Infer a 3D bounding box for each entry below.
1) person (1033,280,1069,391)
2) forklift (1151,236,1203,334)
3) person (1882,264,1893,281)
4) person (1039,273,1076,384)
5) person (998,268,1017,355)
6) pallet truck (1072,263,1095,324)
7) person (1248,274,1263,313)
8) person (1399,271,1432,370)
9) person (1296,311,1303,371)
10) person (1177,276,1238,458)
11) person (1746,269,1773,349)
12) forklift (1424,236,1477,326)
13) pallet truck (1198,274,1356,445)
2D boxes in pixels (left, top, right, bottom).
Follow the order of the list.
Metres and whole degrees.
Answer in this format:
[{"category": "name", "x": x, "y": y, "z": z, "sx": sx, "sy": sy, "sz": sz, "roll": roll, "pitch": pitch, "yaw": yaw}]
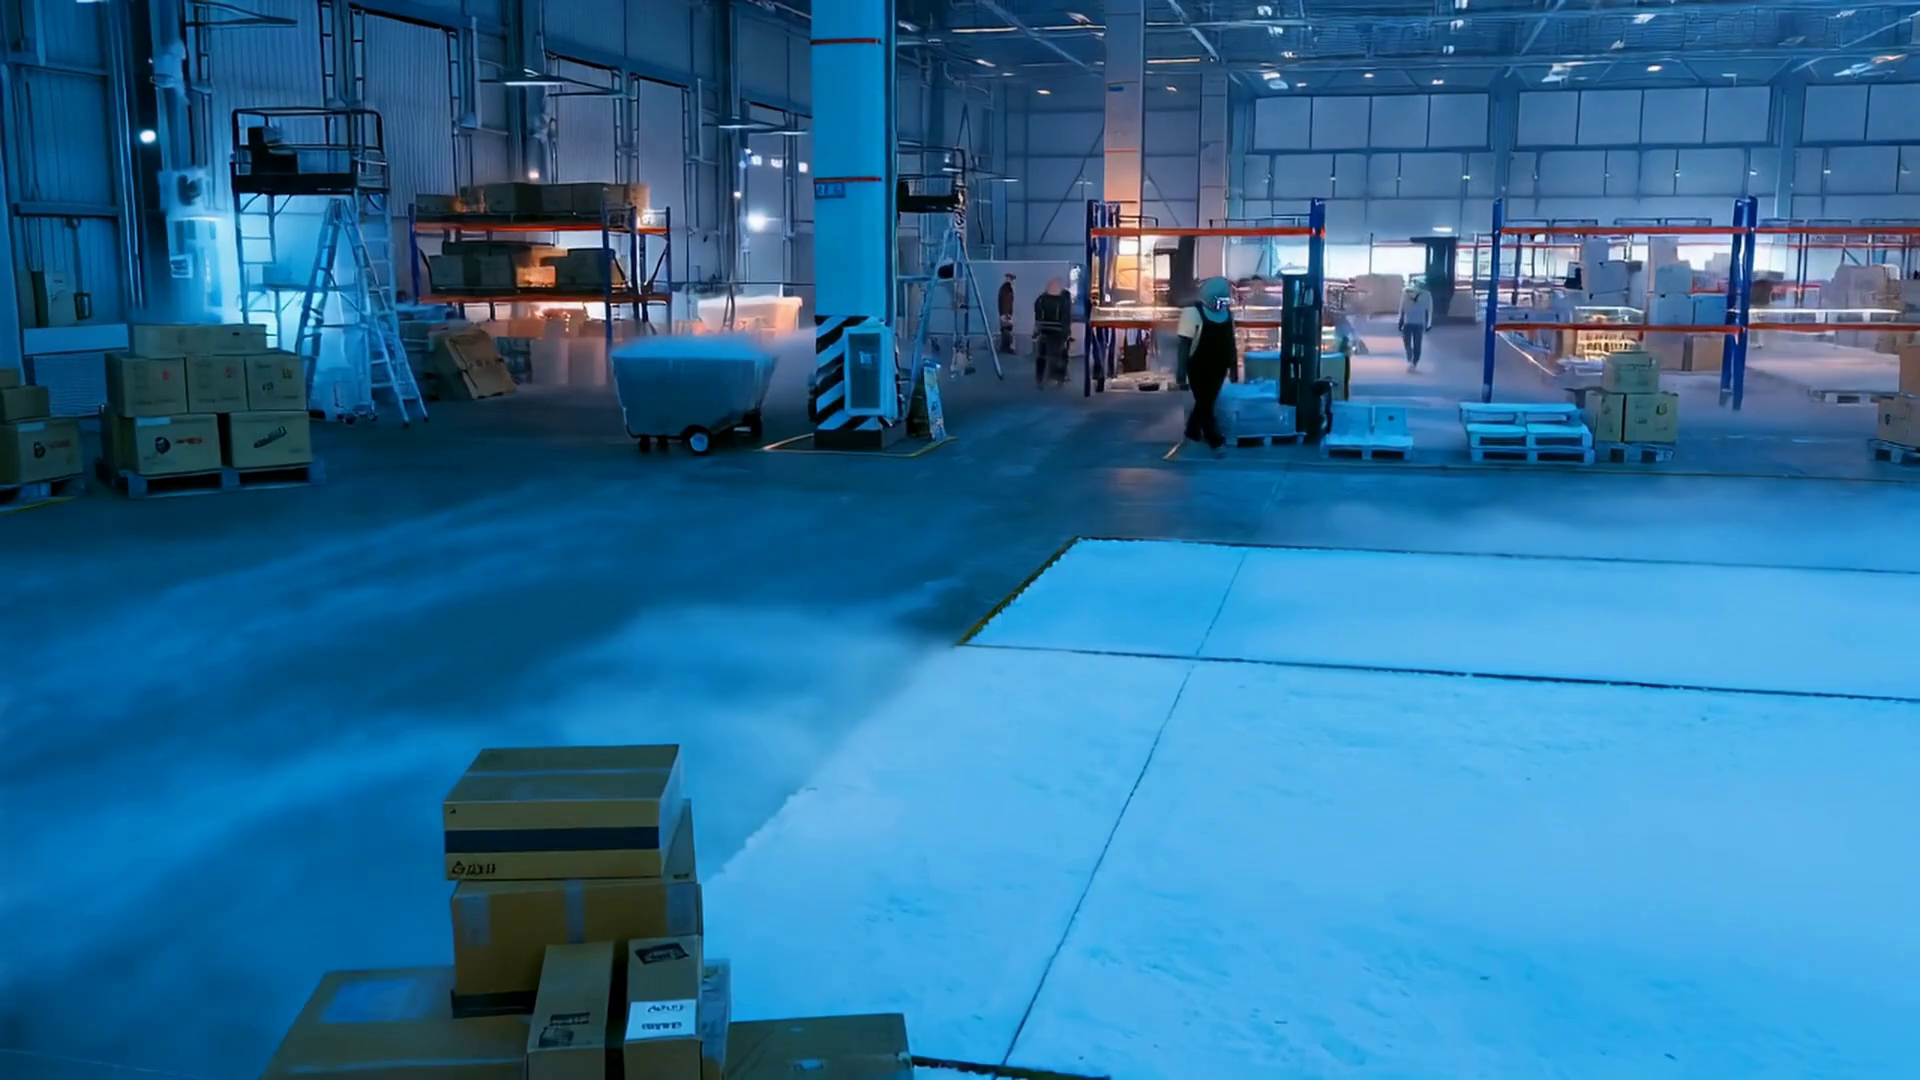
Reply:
[{"category": "person", "x": 1.480, "y": -3.324, "z": 27.135, "sx": 0.629, "sy": 1.815, "sz": 0.844, "roll": 5, "pitch": 11, "yaw": 26}, {"category": "forklift", "x": 6.373, "y": -7.202, "z": 46.811, "sx": 1.873, "sy": 2.768, "sz": 1.129, "roll": 0, "pitch": 10, "yaw": -1}, {"category": "person", "x": 28.830, "y": -7.614, "z": 51.877, "sx": 0.439, "sy": 1.979, "sz": 0.648, "roll": 8, "pitch": 13, "yaw": 40}, {"category": "person", "x": 1.670, "y": -3.634, "z": 28.668, "sx": 0.659, "sy": 1.922, "sz": 0.456, "roll": 7, "pitch": 12, "yaw": 36}, {"category": "person", "x": 1.076, "y": -5.108, "z": 37.273, "sx": 0.381, "sy": 1.935, "sz": 0.551, "roll": -3, "pitch": 10, "yaw": -18}, {"category": "pallet truck", "x": 4.325, "y": -8.180, "z": 55.162, "sx": 0.823, "sy": 1.965, "sz": 1.885, "roll": 6, "pitch": 11, "yaw": 31}, {"category": "person", "x": 9.432, "y": -7.620, "z": 52.858, "sx": 0.535, "sy": 1.660, "sz": 0.850, "roll": -5, "pitch": 11, "yaw": -26}, {"category": "person", "x": 8.801, "y": -4.238, "z": 32.177, "sx": 0.607, "sy": 1.915, "sz": 0.410, "roll": 4, "pitch": 10, "yaw": 23}, {"category": "person", "x": 6.630, "y": -4.098, "z": 31.908, "sx": 0.321, "sy": 1.736, "sz": 0.488, "roll": 6, "pitch": 11, "yaw": 31}, {"category": "person", "x": 2.758, "y": -1.940, "z": 18.295, "sx": 0.694, "sy": 2.000, "sz": 1.056, "roll": -5, "pitch": 11, "yaw": -28}, {"category": "person", "x": 19.186, "y": -5.547, "z": 39.953, "sx": 0.640, "sy": 1.908, "sz": 0.959, "roll": 0, "pitch": 10, "yaw": -3}, {"category": "forklift", "x": 15.199, "y": -8.122, "z": 52.227, "sx": 1.873, "sy": 2.768, "sz": 1.129, "roll": -2, "pitch": 10, "yaw": -12}, {"category": "pallet truck", "x": 3.653, "y": -2.138, "z": 19.590, "sx": 1.885, "sy": 1.965, "sz": 0.823, "roll": -4, "pitch": 10, "yaw": -20}]
